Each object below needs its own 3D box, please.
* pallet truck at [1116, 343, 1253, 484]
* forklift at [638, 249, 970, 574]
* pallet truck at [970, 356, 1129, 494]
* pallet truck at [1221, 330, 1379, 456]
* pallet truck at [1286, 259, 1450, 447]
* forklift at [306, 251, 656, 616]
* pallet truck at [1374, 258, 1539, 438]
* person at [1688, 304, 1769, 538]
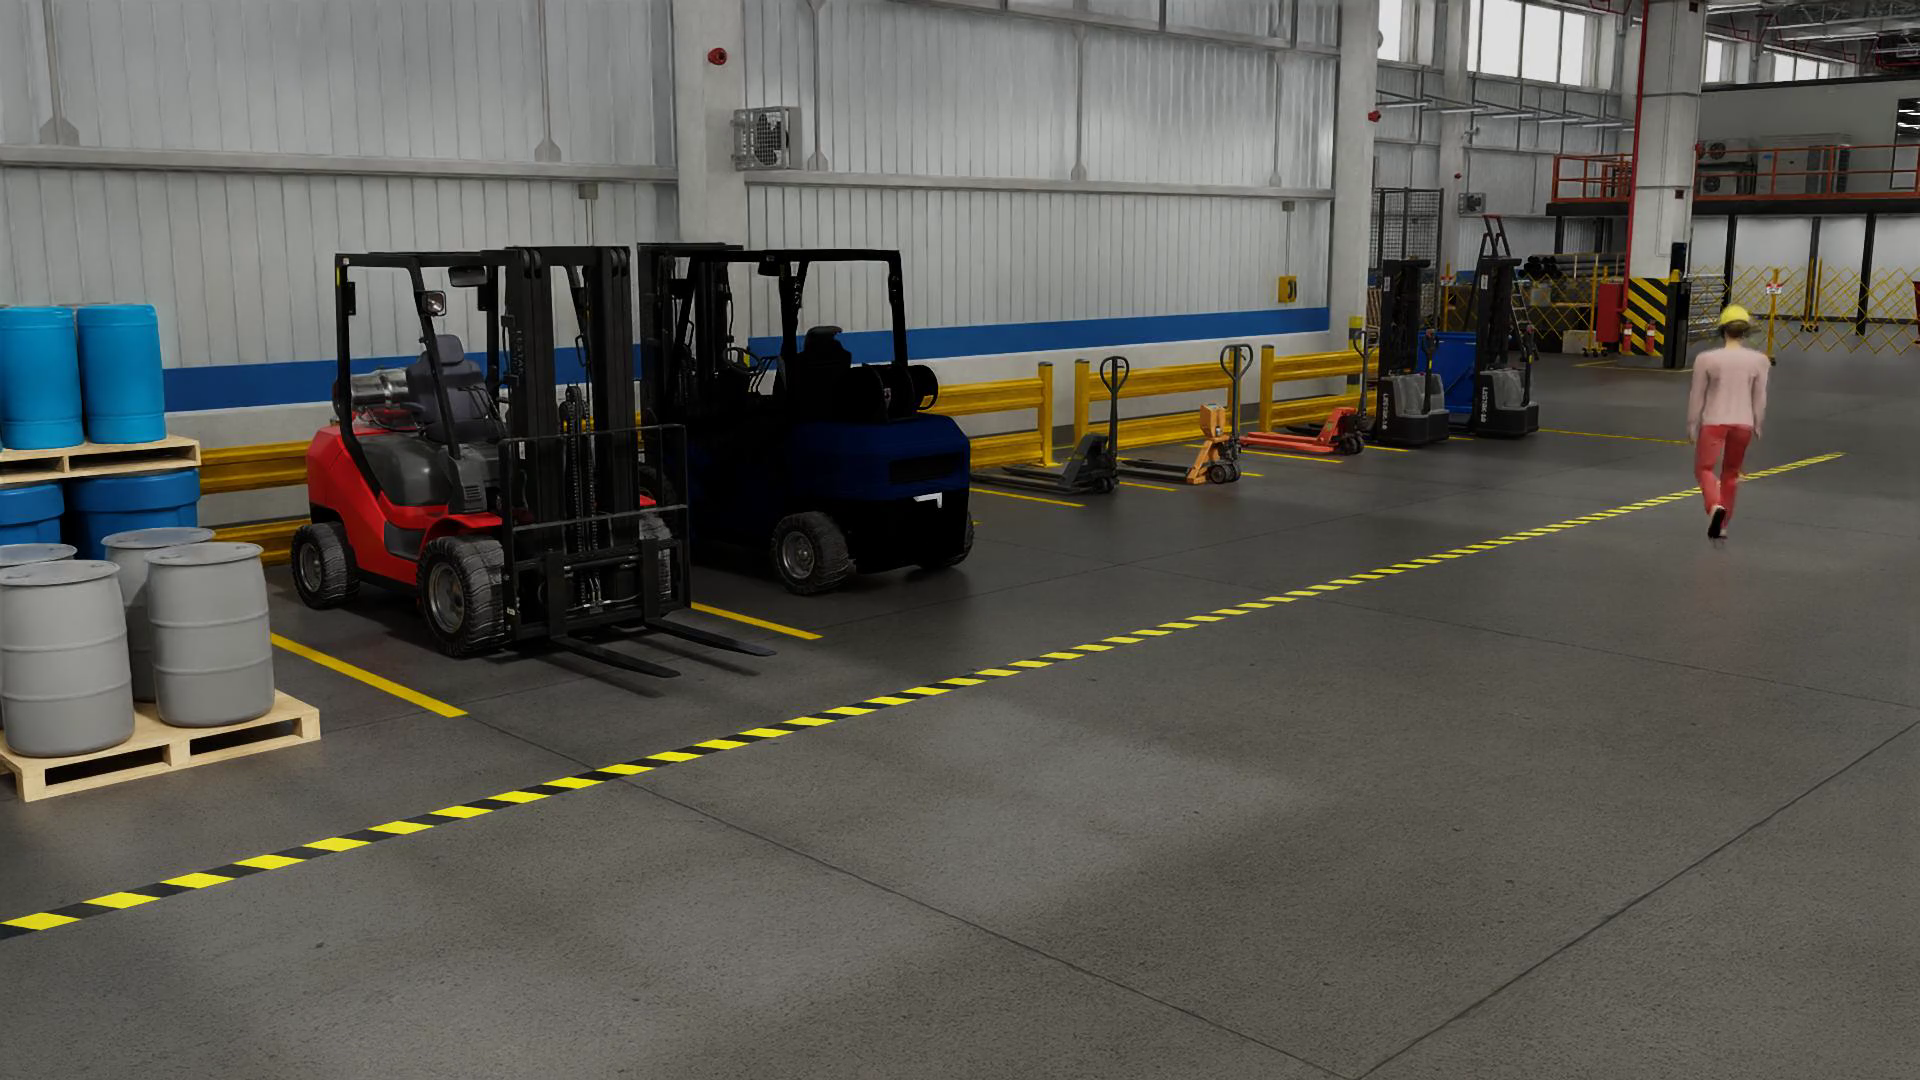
[{"bbox_3d":[1.962,-1.215,15.415,1.522,1.261,0.704,10,14,43],"label":"pallet truck"},{"bbox_3d":[-1.173,-0.958,11.239,2.680,1.987,1.157,10,14,43],"label":"forklift"},{"bbox_3d":[0.784,-1.085,14.876,0.680,1.201,1.601,-10,14,-44],"label":"pallet truck"},{"bbox_3d":[3.563,-1.581,17.381,0.653,1.274,1.630,-10,14,-44],"label":"pallet truck"},{"bbox_3d":[4.493,-2.078,18.196,0.823,1.965,1.885,-9,14,-40],"label":"pallet truck"},{"bbox_3d":[-2.833,-0.669,9.694,1.157,1.987,2.680,-10,14,-44],"label":"forklift"},{"bbox_3d":[5.704,-2.208,18.901,1.885,1.965,0.823,10,14,43],"label":"pallet truck"},{"bbox_3d":[5.602,-0.843,12.137,0.534,1.749,0.635,2,11,10],"label":"person"}]
